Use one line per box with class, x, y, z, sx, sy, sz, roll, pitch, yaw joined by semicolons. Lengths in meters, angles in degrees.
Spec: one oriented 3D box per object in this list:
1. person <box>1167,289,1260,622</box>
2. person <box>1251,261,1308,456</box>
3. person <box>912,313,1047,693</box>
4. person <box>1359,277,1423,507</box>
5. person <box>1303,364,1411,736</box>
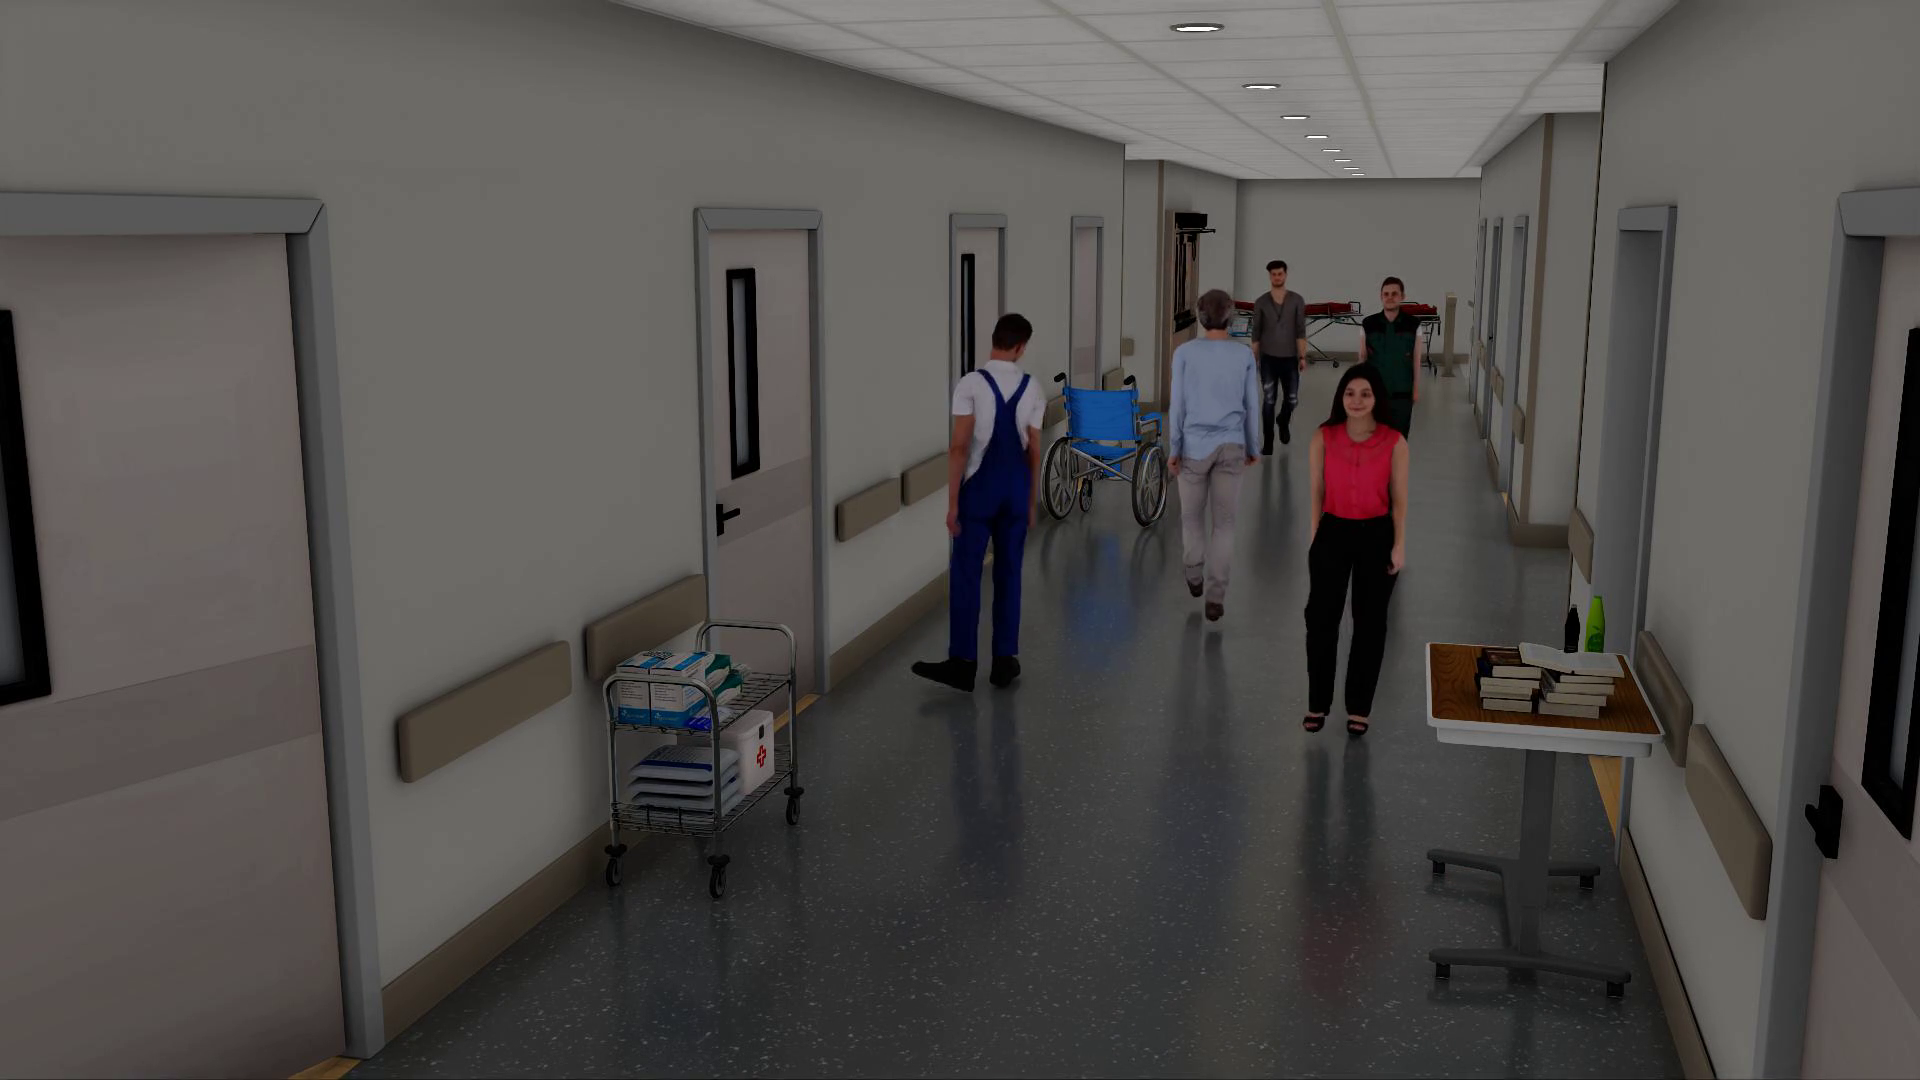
person;1.434;-0.443;9.417;0.816;1.841;1.260;1;11;6
person;3.140;-1.783;16.362;0.754;1.884;0.993;2;11;9
person;0.142;-0.176;8.093;0.946;1.809;0.936;-7;13;-32
person;3.417;-1.179;13.285;0.638;1.841;0.552;3;11;13
person;1.756;0.045;7.360;0.574;1.648;0.635;3;11;15
